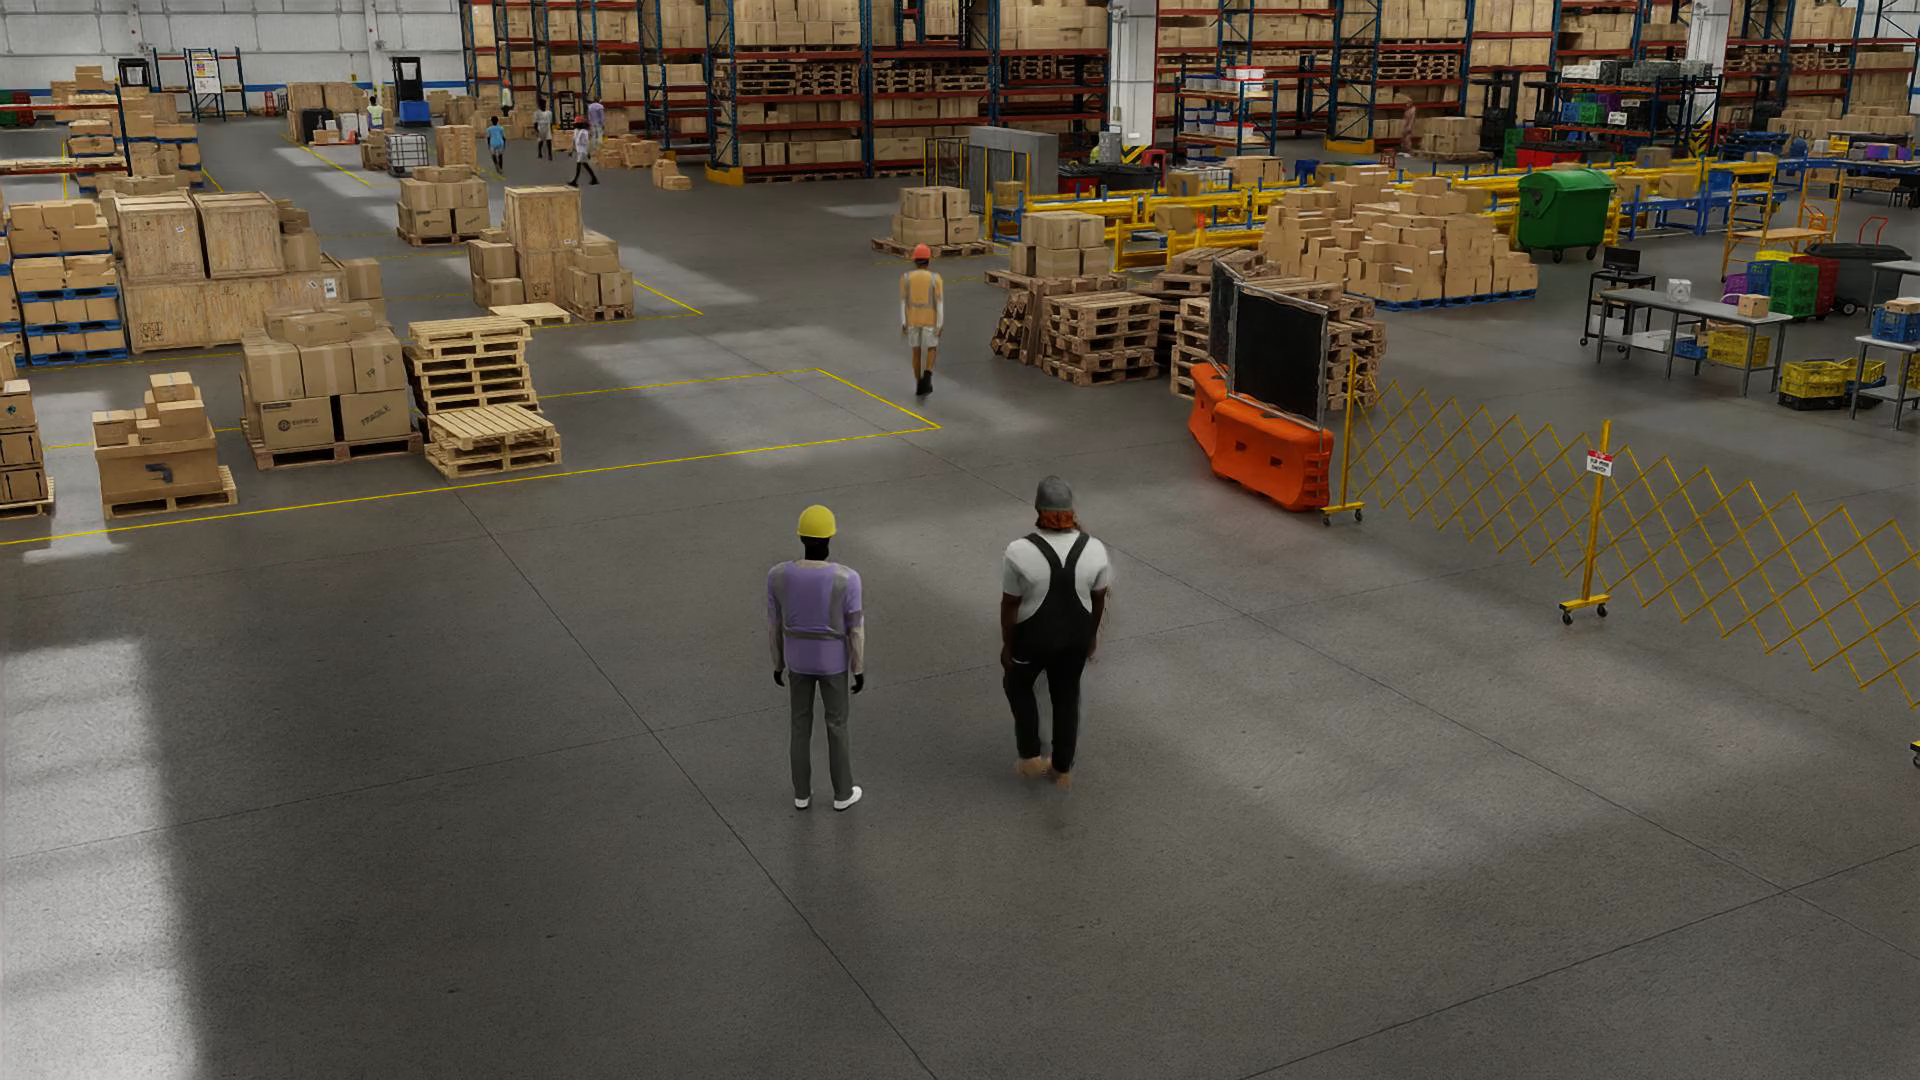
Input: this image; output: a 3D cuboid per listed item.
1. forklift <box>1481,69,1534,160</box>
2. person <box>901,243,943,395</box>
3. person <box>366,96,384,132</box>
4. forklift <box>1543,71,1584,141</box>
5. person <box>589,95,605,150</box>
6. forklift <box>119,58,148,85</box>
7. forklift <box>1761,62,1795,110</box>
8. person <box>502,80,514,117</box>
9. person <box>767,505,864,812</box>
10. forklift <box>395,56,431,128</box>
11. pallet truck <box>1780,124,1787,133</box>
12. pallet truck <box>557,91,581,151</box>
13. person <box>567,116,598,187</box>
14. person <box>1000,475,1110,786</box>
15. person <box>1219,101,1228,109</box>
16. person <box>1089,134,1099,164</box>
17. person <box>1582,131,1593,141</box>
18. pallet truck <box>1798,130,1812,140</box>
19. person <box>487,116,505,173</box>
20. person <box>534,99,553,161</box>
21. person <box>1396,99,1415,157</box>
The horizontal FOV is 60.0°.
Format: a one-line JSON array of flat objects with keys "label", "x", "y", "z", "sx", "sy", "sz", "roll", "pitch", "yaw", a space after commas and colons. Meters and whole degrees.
[{"label": "forklift", "x": 17.628, "y": -13.806, "z": 53.876, "sx": 1.873, "sy": 2.768, "sz": 1.129, "roll": -9, "pitch": 20, "yaw": -26}, {"label": "person", "x": -0.485, "y": -2.769, "z": 21.008, "sx": 0.543, "sy": 1.925, "sz": 0.511, "roll": 3, "pitch": 18, "yaw": 9}, {"label": "person", "x": -19.462, "y": -13.814, "z": 55.460, "sx": 0.391, "sy": 1.913, "sz": 0.587, "roll": 15, "pitch": 23, "yaw": 40}, {"label": "forklift", "x": 18.685, "y": -13.231, "z": 52.085, "sx": 1.873, "sy": 2.768, "sz": 1.129, "roll": -9, "pitch": 20, "yaw": -26}, {"label": "person", "x": -12.181, "y": -13.969, "z": 55.907, "sx": 0.629, "sy": 1.937, "sz": 0.379, "roll": 12, "pitch": 21, "yaw": 33}, {"label": "forklift", "x": -32.353, "y": -17.503, "z": 65.400, "sx": 1.129, "sy": 2.768, "sz": 1.873, "roll": -9, "pitch": 20, "yaw": -26}, {"label": "forklift", "x": 29.681, "y": -15.962, "z": 60.596, "sx": 1.873, "sy": 2.768, "sz": 1.129, "roll": -14, "pitch": 23, "yaw": -38}, {"label": "person", "x": -18.245, "y": -17.483, "z": 66.855, "sx": 1.030, "sy": 1.954, "sz": 0.602, "roll": -8, "pitch": 19, "yaw": -23}, {"label": "person", "x": -0.865, "y": 0.724, "z": 10.113, "sx": 0.590, "sy": 1.926, "sz": 0.388, "roll": 3, "pitch": 18, "yaw": 10}, {"label": "forklift", "x": -22.359, "y": -18.242, "z": 67.707, "sx": 1.129, "sy": 2.768, "sz": 1.873, "roll": -9, "pitch": 20, "yaw": -26}, {"label": "pallet truck", "x": 25.206, "y": -12.542, "z": 52.601, "sx": 1.601, "sy": 1.201, "sz": 0.680, "roll": 0, "pitch": 18, "yaw": -2}, {"label": "pallet truck", "x": -13.495, "y": -14.412, "z": 57.188, "sx": 0.823, "sy": 1.965, "sz": 1.885, "roll": -3, "pitch": 18, "yaw": -9}, {"label": "person", "x": -10.435, "y": -10.719, "z": 45.870, "sx": 1.018, "sy": 1.890, "sz": 0.542, "roll": -15, "pitch": 23, "yaw": -38}, {"label": "person", "x": 0.567, "y": 0.564, "z": 10.428, "sx": 0.700, "sy": 2.000, "sz": 0.538, "roll": -5, "pitch": 18, "yaw": -15}, {"label": "person", "x": 9.472, "y": -15.233, "z": 60.380, "sx": 0.515, "sy": 1.604, "sz": 0.806, "roll": -13, "pitch": 22, "yaw": -34}, {"label": "person", "x": 3.410, "y": -9.340, "z": 41.858, "sx": 0.317, "sy": 1.697, "sz": 0.540, "roll": 1, "pitch": 18, "yaw": 4}, {"label": "person", "x": 18.422, "y": -11.677, "z": 49.188, "sx": 0.742, "sy": 1.667, "sz": 0.547, "roll": 3, "pitch": 18, "yaw": 10}, {"label": "pallet truck", "x": 25.526, "y": -11.556, "z": 49.408, "sx": 1.630, "sy": 1.274, "sz": 0.653, "roll": -9, "pitch": 20, "yaw": -26}, {"label": "person", "x": -13.693, "y": -11.681, "z": 49.187, "sx": 0.538, "sy": 1.681, "sz": 0.562, "roll": -8, "pitch": 20, "yaw": -24}, {"label": "person", "x": -13.416, "y": -13.222, "z": 53.583, "sx": 0.613, "sy": 1.942, "sz": 0.885, "roll": -10, "pitch": 20, "yaw": -28}, {"label": "person", "x": 14.706, "y": -13.531, "z": 54.638, "sx": 0.456, "sy": 1.879, "sz": 0.698, "roll": -1, "pitch": 18, "yaw": -5}]
